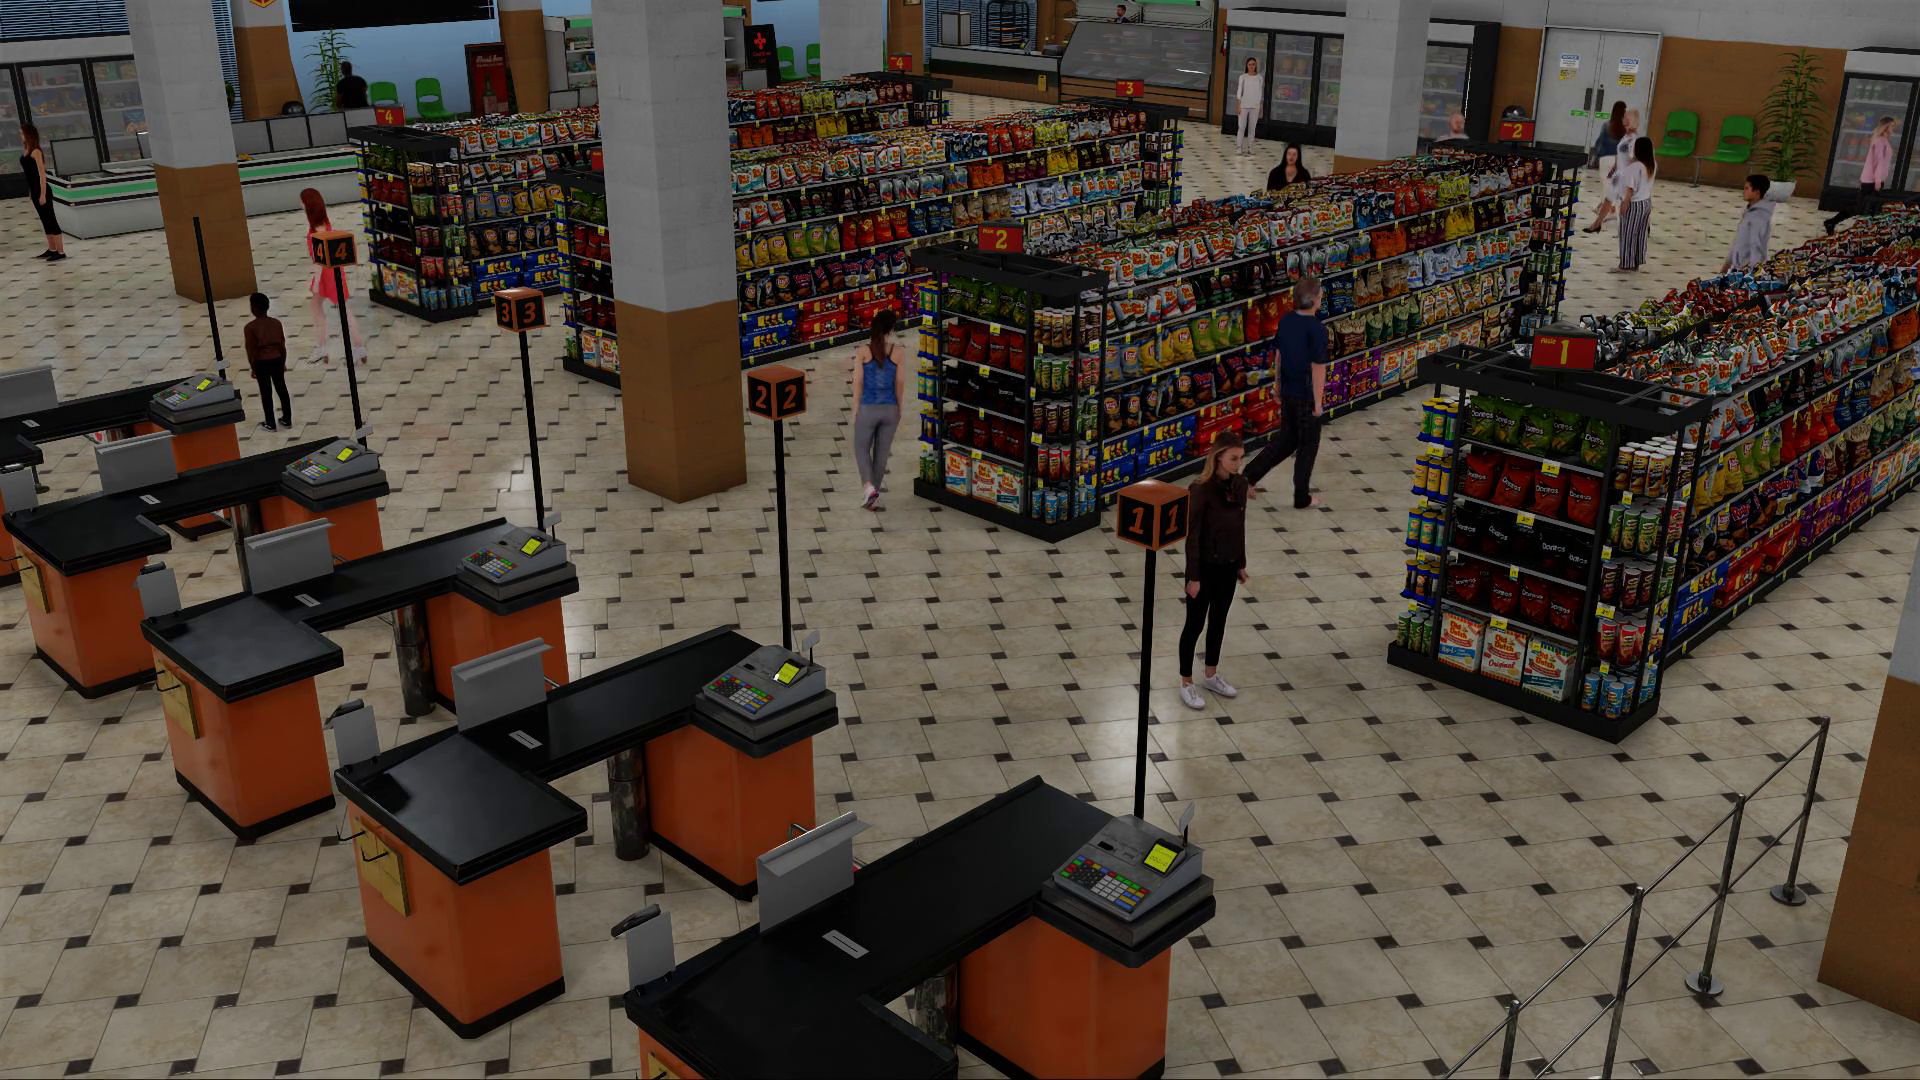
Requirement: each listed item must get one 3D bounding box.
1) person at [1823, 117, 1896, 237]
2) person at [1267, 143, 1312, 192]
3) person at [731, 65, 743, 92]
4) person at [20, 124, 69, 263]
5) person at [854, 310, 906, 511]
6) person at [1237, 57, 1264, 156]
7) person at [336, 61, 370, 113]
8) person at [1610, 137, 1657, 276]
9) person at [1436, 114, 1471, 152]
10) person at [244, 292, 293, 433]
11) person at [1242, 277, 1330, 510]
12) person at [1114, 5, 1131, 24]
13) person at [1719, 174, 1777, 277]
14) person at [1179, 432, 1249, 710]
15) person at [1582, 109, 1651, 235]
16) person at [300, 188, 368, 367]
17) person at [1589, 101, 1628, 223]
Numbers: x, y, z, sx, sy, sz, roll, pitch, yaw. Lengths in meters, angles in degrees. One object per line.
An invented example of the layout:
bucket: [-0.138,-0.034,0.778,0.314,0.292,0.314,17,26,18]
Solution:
person: [12.164,-4.818,22.345,0.703,1.664,0.992,17,28,36]
person: [3.881,-3.839,19.825,0.974,1.727,1.166,6,23,16]
person: [-4.638,-9.257,34.268,0.423,1.013,0.651,20,29,41]
person: [-11.816,-4.470,21.395,0.561,1.726,0.501,19,29,39]
person: [-0.619,-0.969,12.864,0.813,1.590,0.844,-5,22,-13]
person: [5.124,-7.687,29.456,0.687,1.687,0.759,-2,22,-6]
person: [-9.990,-6.988,27.571,0.782,1.794,0.942,18,28,38]
person: [8.418,-4.174,20.721,0.586,1.680,0.767,-17,27,-36]
person: [6.358,-4.633,21.690,1.048,1.809,1.076,-2,22,-6]
person: [-6.191,-1.594,14.874,0.587,1.253,0.432,17,27,36]
person: [2.552,-1.083,12.800,1.021,1.851,0.814,-12,25,-28]
person: [3.717,-11.425,38.515,0.614,1.868,0.568,20,29,41]
person: [8.059,-2.708,16.791,1.104,1.891,1.167,6,23,14]
person: [1.504,0.157,9.908,0.509,1.705,0.705,-14,26,-31]
person: [9.152,-4.967,22.661,0.952,1.706,1.107,7,23,17]
person: [-6.214,-2.618,16.688,0.904,1.800,0.744,-11,24,-25]
person: [9.289,-5.340,23.647,1.135,1.662,1.089,-4,22,-9]
